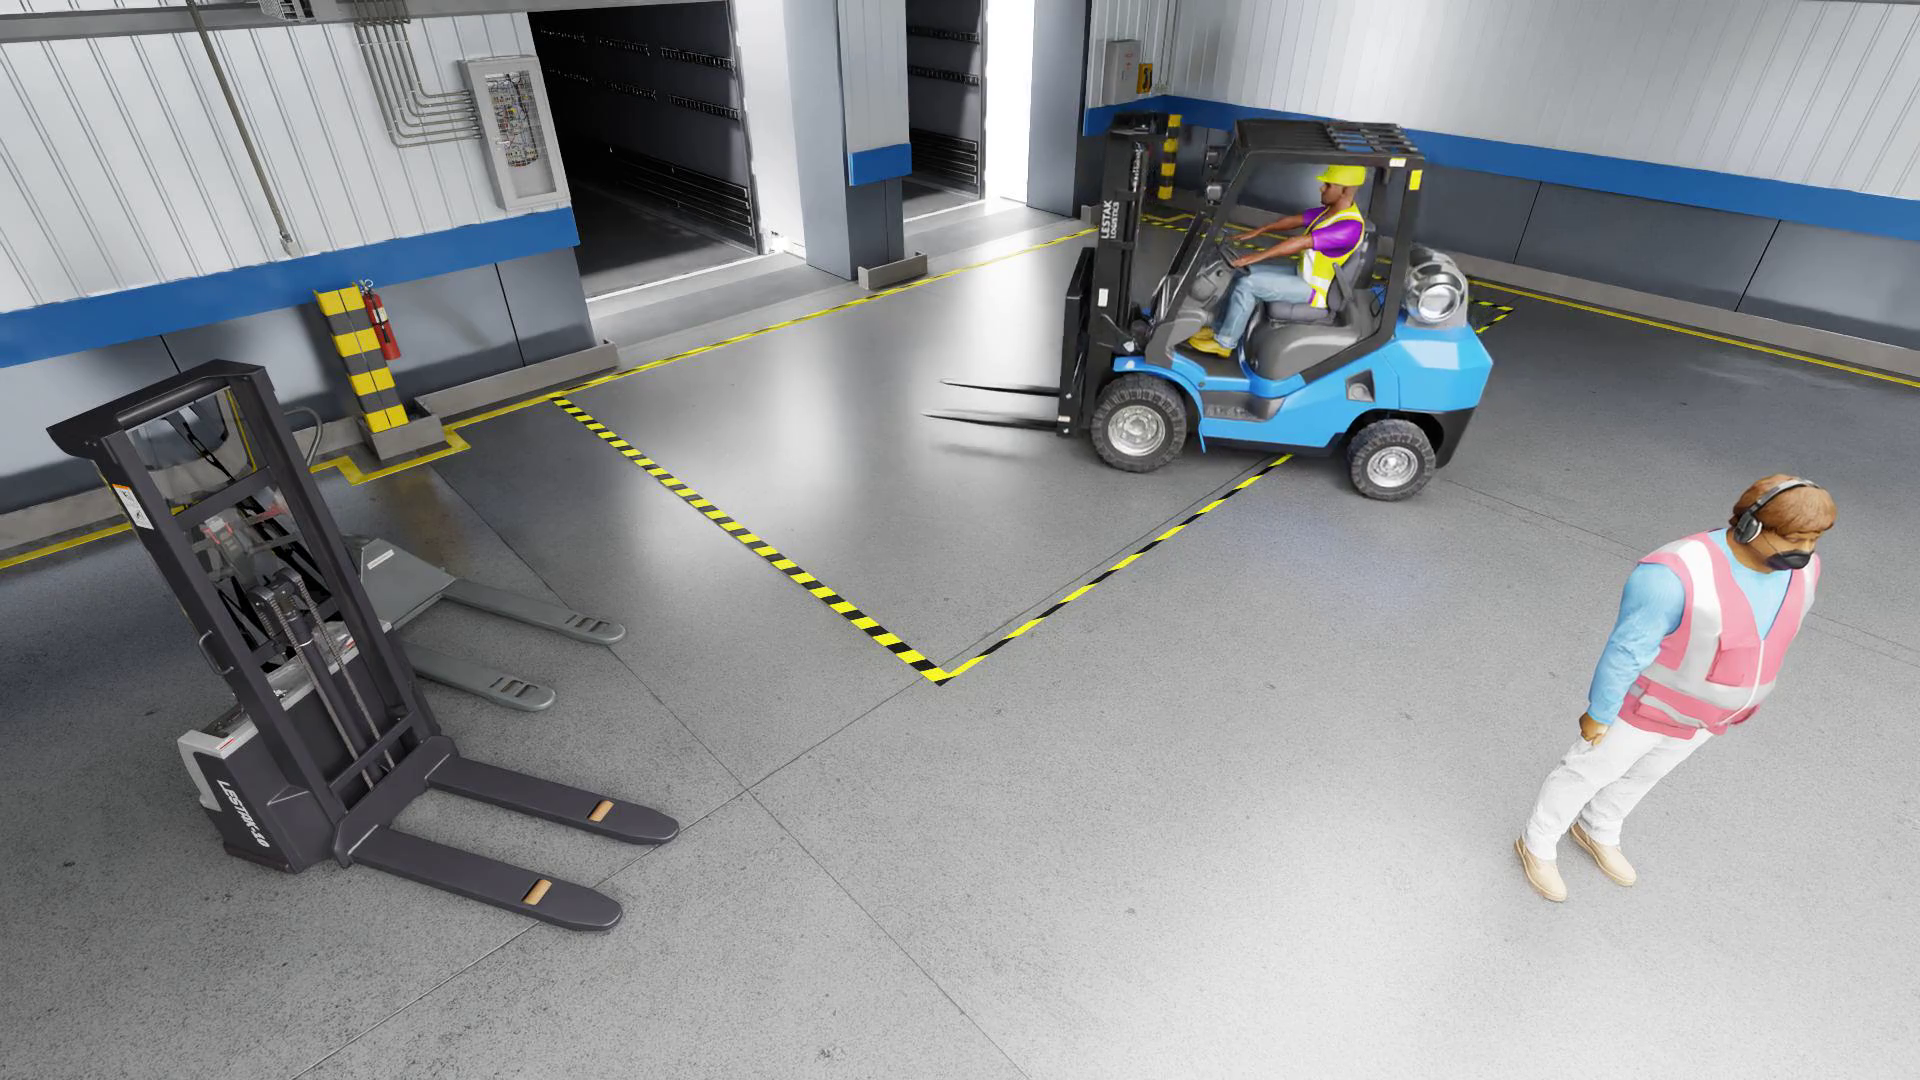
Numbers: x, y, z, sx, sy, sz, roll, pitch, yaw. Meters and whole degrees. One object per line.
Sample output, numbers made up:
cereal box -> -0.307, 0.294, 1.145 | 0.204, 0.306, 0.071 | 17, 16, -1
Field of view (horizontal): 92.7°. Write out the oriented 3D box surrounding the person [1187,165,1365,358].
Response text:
person -> 2.054, -1.849, 6.044 | 1.004, 1.294, 0.635 | 7, 35, 10

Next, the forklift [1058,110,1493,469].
forklift -> 2.111, -1.683, 6.133 | 2.680, 2.036, 1.157 | 7, 35, 10

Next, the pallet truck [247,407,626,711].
pallet truck -> -2.628, 0.038, 4.590 | 1.601, 1.201, 0.680 | 12, 36, 18

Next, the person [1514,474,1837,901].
person -> 2.518, 0.579, 3.260 | 0.632, 1.841, 0.429 | -6, 35, -9

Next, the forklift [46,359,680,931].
forklift -> -2.135, 0.422, 3.354 | 1.885, 1.965, 0.823 | 10, 35, 14
